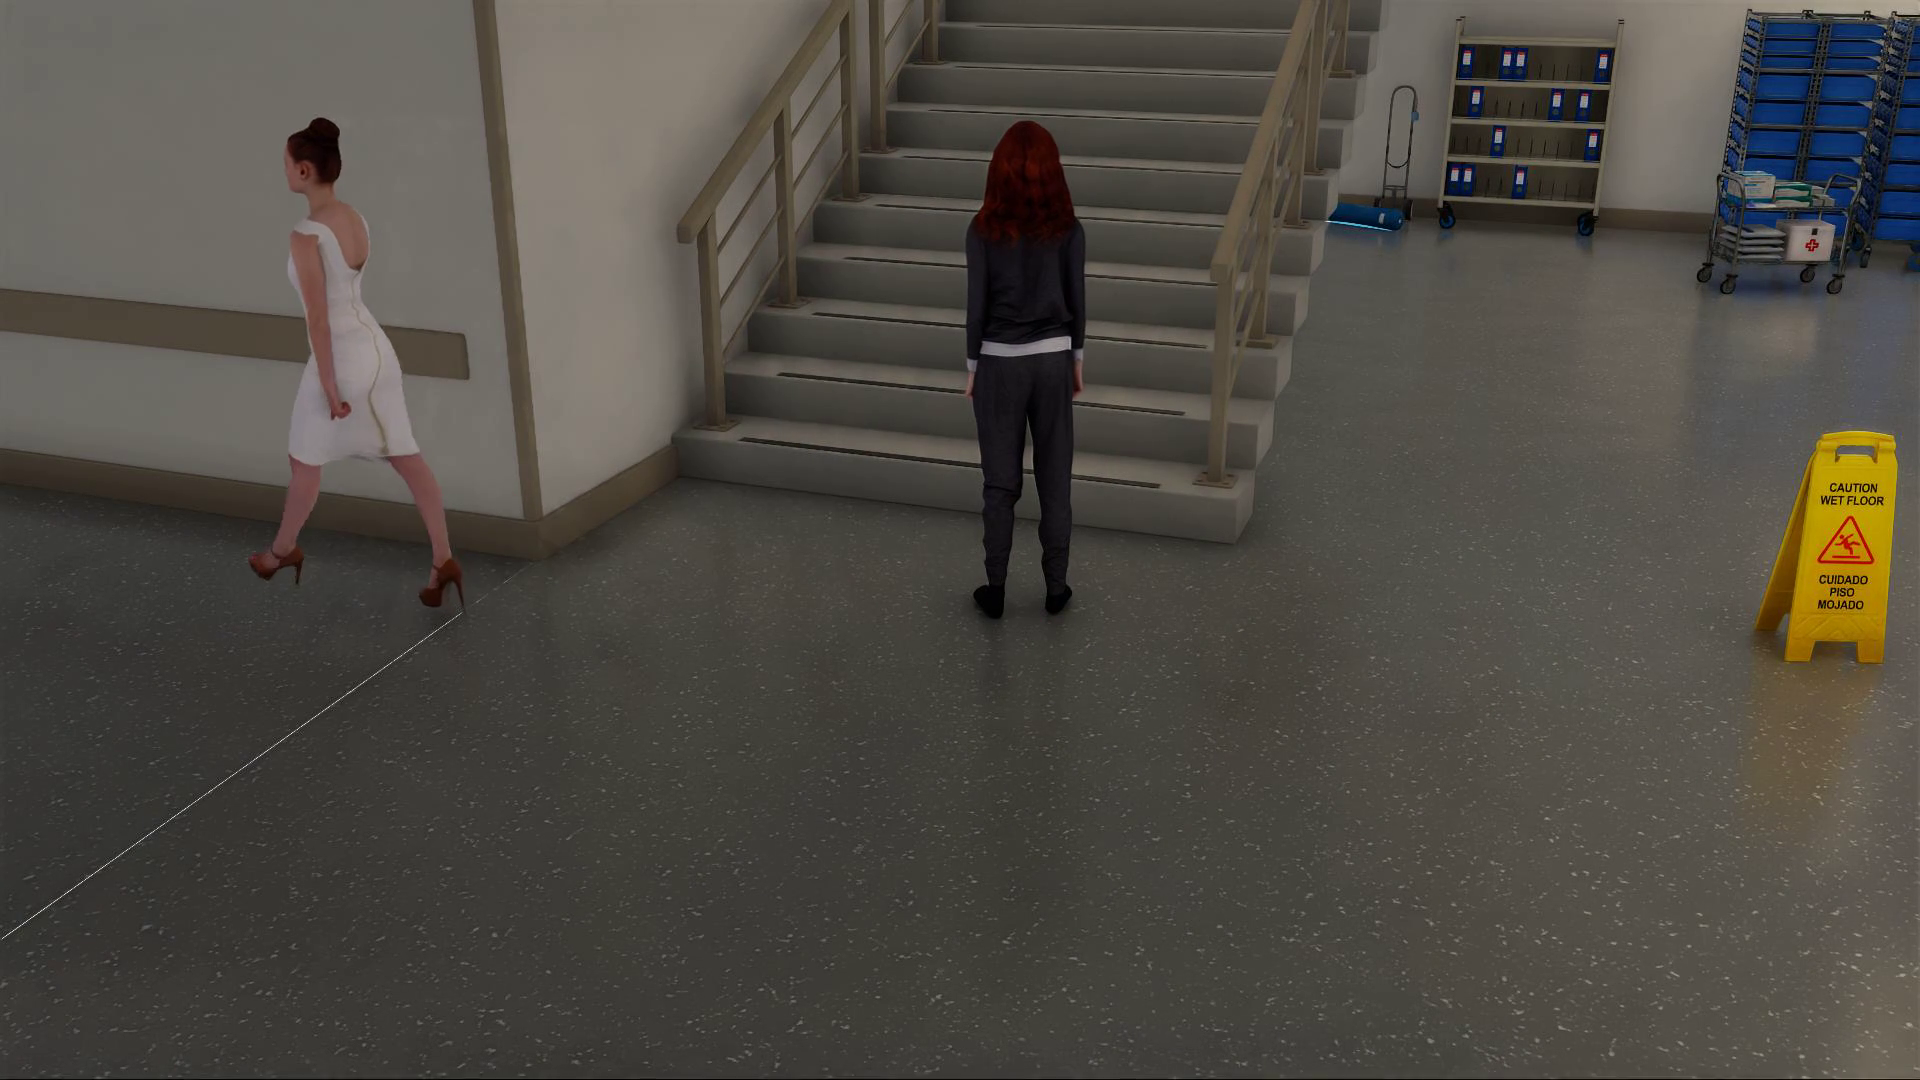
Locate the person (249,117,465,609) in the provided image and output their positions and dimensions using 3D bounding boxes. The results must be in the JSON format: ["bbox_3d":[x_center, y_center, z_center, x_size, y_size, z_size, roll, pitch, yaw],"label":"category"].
[{"bbox_3d":[-2.045,-0.549,5.855,0.690,1.747,1.028,6,22,15],"label":"person"}]

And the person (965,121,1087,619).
[{"bbox_3d":[0.229,-0.549,5.897,0.650,1.717,0.645,-2,21,-5],"label":"person"}]
